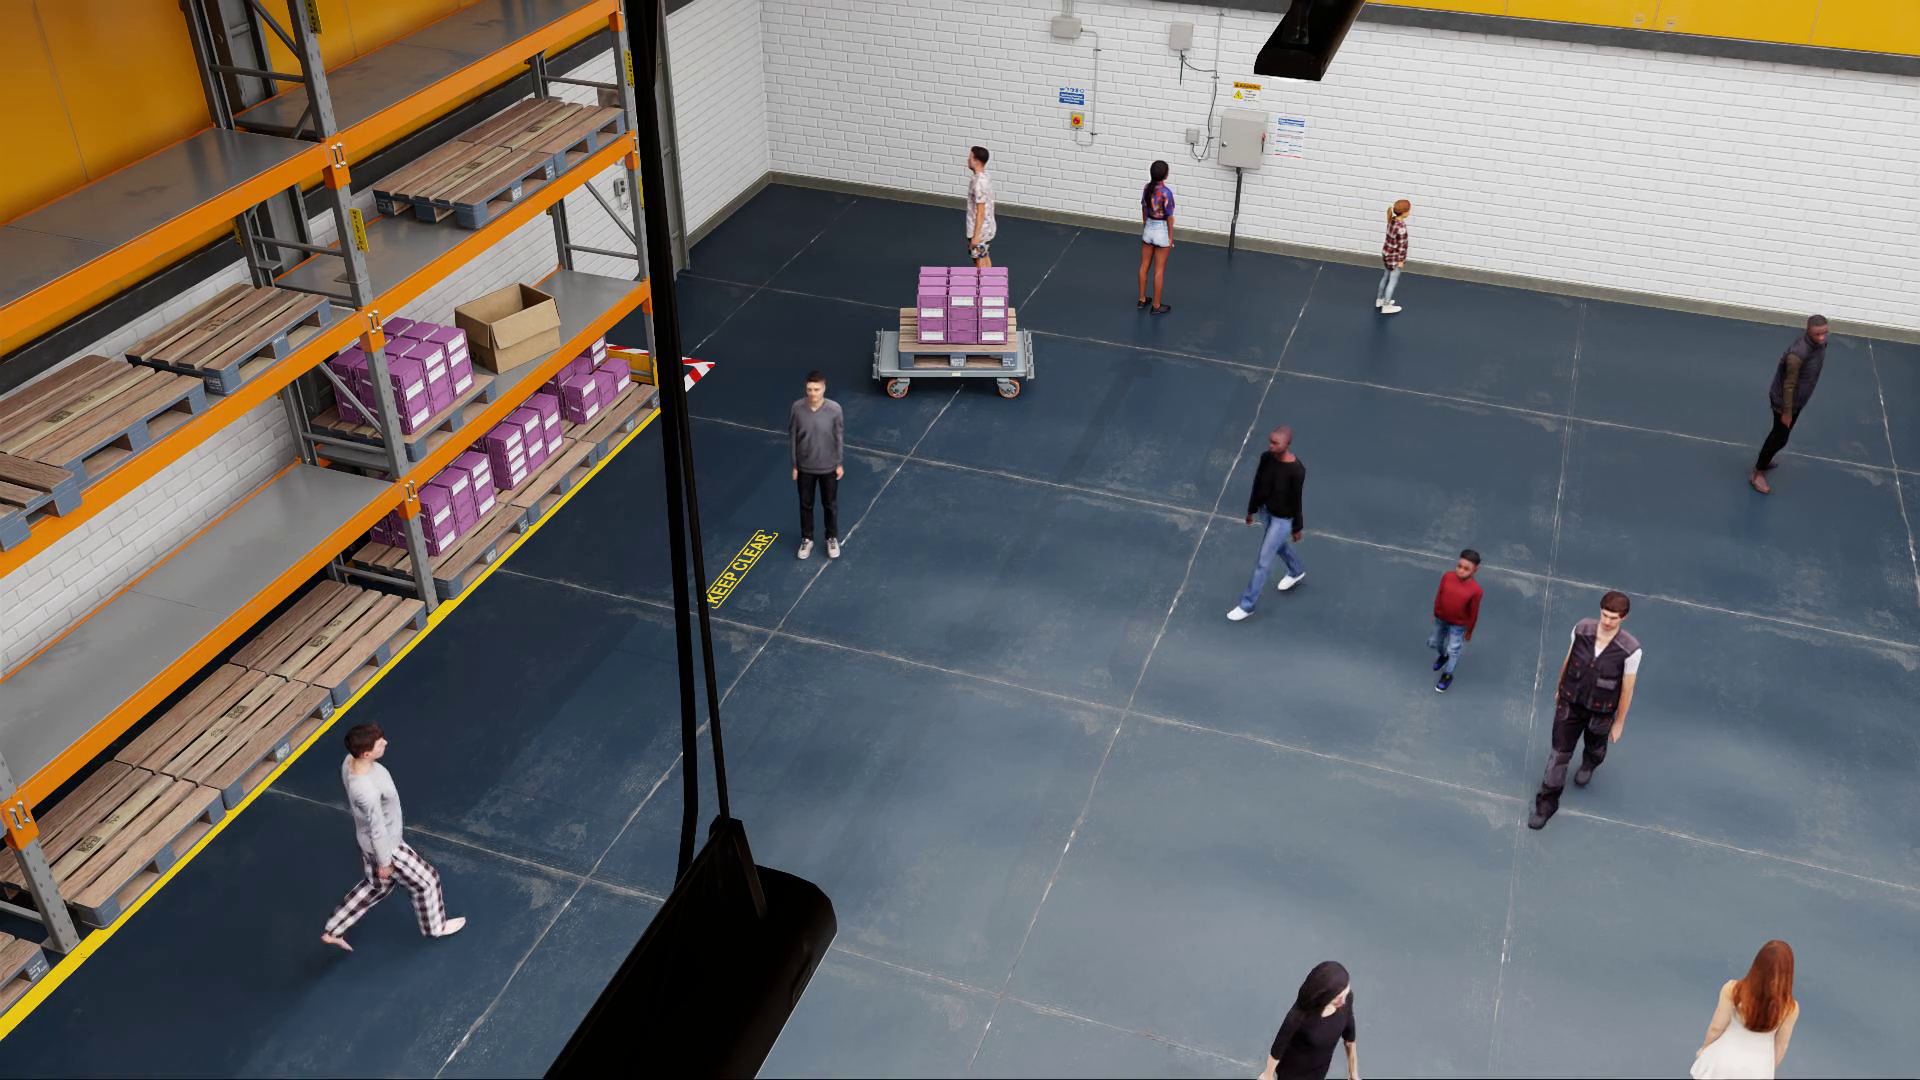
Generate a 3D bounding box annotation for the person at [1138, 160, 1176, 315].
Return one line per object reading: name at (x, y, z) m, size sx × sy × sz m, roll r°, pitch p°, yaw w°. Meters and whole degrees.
person at (2.160, -3.355, 18.337) m, size 0.664 × 1.743 × 0.667 m, roll -27°, pitch 42°, yaw -35°

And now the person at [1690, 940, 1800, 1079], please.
person at (4.246, 2.833, 9.061) m, size 0.571 × 1.705 × 0.549 m, roll 15°, pitch 36°, yaw 21°

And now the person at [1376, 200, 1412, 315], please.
person at (4.806, -3.153, 18.430) m, size 0.661 × 1.304 × 0.568 m, roll -4°, pitch 34°, yaw -5°

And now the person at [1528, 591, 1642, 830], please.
person at (4.418, 1.102, 11.575) m, size 0.925 × 1.805 × 1.282 m, roll 23°, pitch 40°, yaw 31°

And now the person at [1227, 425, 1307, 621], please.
person at (2.650, -0.203, 13.631) m, size 1.250 × 1.703 × 1.038 m, roll -23°, pitch 40°, yaw -30°

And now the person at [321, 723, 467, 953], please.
person at (-3.696, 1.901, 10.367) m, size 1.168 × 1.811 × 1.048 m, roll -18°, pitch 38°, yaw -25°

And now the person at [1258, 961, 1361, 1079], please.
person at (1.812, 2.807, 9.035) m, size 0.787 × 1.777 × 0.838 m, roll -21°, pitch 39°, yaw -28°

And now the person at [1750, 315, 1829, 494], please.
person at (7.561, -1.296, 15.177) m, size 0.999 × 1.812 × 0.744 m, roll 20°, pitch 38°, yaw 27°

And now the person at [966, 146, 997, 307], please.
person at (0.236, -3.492, 18.478) m, size 0.760 × 1.814 × 0.567 m, roll 5°, pitch 34°, yaw 8°

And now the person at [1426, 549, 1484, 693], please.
person at (3.846, 0.580, 12.865) m, size 0.615 × 1.245 × 0.683 m, roll 29°, pitch 43°, yaw 36°

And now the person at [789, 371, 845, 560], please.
person at (-1.223, -0.655, 14.258) m, size 0.693 × 1.761 × 0.664 m, roll -1°, pitch 34°, yaw -1°
